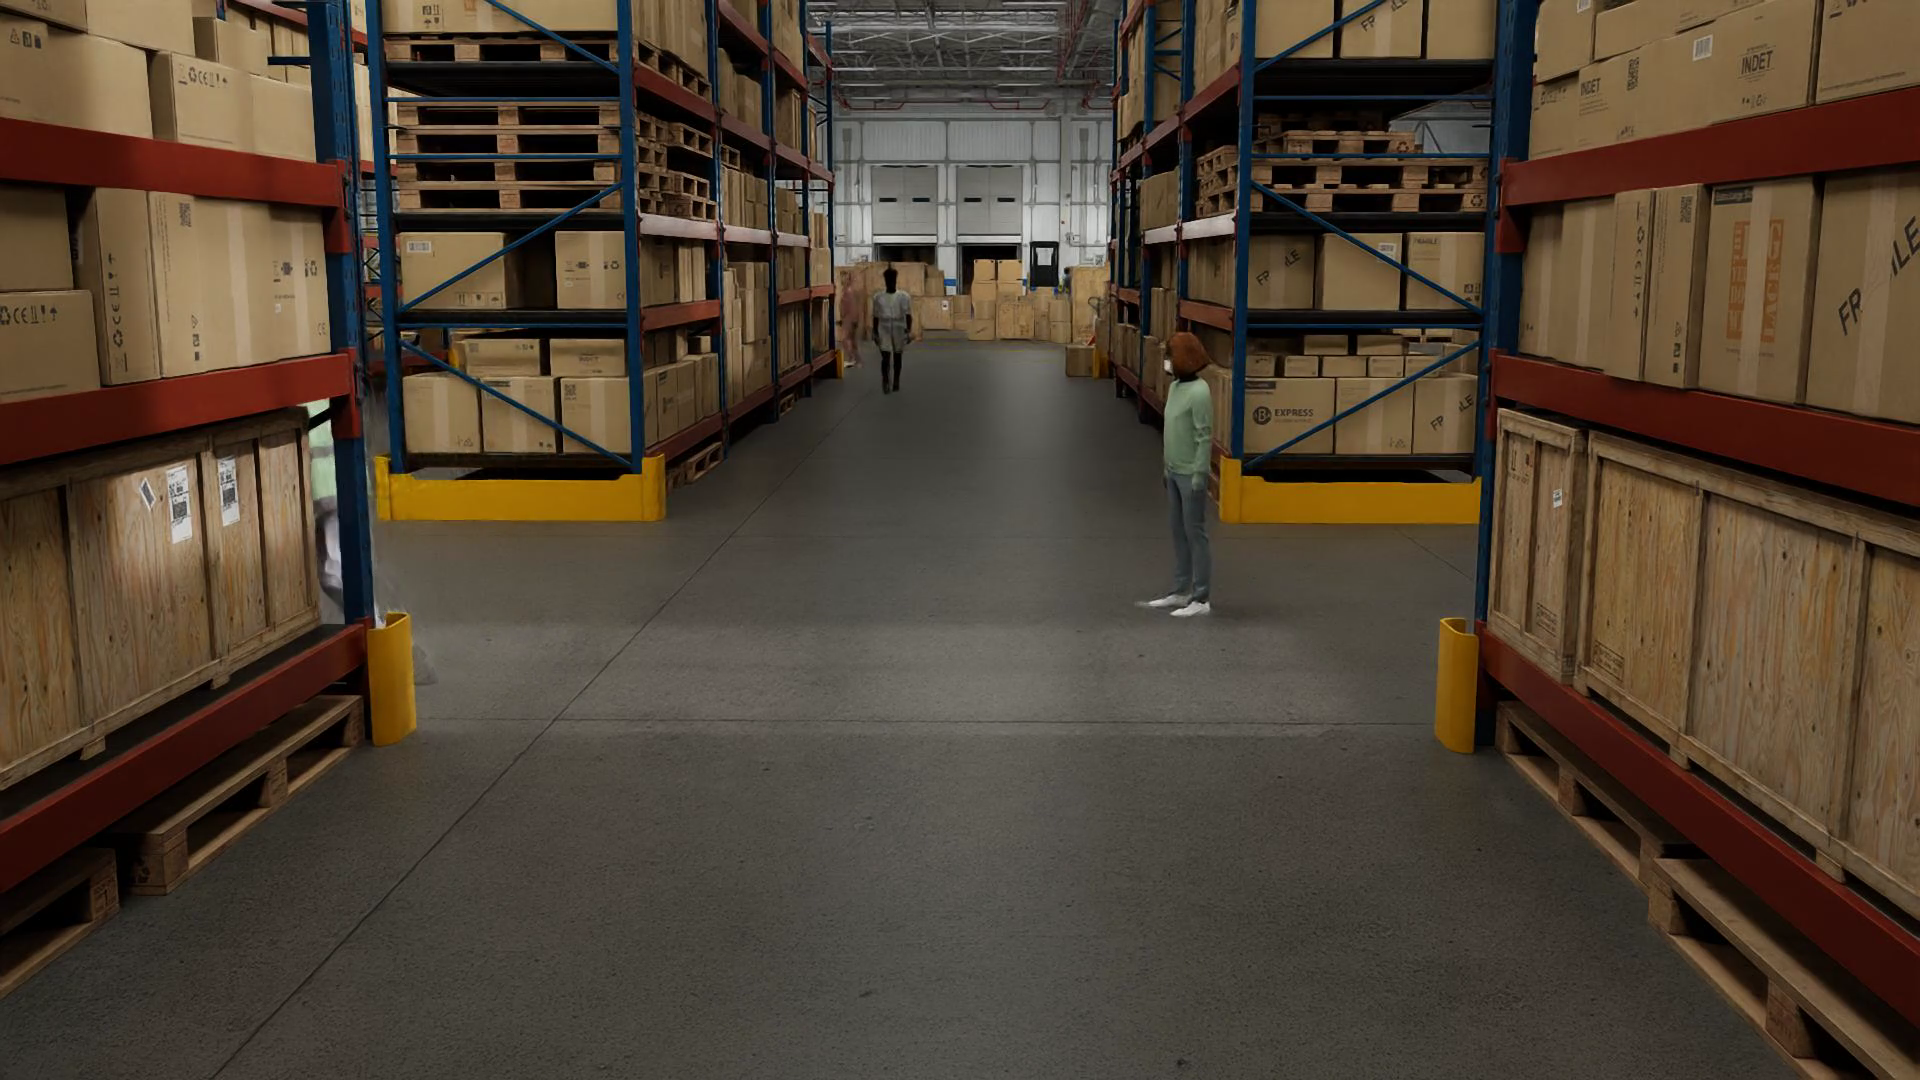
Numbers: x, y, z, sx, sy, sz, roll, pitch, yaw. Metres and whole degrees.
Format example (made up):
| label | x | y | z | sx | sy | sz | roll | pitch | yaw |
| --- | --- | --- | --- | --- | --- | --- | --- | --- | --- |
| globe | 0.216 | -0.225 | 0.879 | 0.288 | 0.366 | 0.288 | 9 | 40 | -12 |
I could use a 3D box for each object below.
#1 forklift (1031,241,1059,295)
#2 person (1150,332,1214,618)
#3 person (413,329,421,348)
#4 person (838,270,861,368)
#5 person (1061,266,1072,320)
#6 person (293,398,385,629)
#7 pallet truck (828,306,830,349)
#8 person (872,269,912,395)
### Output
| label | x | y | z | sx | sy | sz | roll | pitch | yaw |
| --- | --- | --- | --- | --- | --- | --- | --- | --- | --- |
| forklift | 3.208 | -9.956 | 63.196 | 1.129 | 2.768 | 1.873 | 0 | 9 | 1 |
| person | 1.286 | -0.373 | 9.528 | 0.267 | 1.631 | 0.507 | -2 | 10 | -14 |
| person | -10.964 | -4.492 | 34.133 | 0.848 | 1.650 | 0.528 | 5 | 11 | 29 |
| person | -2.177 | -4.228 | 31.876 | 0.633 | 1.884 | 0.673 | -1 | 10 | -7 |
| person | 3.748 | -8.329 | 56.390 | 0.683 | 1.898 | 0.461 | -6 | 11 | -32 |
| person | -3.060 | -0.179 | 7.847 | 0.621 | 1.835 | 0.591 | 4 | 10 | 21 |
| pallet truck | -3.100 | -3.940 | 29.800 | 1.885 | 1.965 | 0.823 | 3 | 10 | 19 |
| person | -1.047 | -3.224 | 25.763 | 0.611 | 1.926 | 0.983 | 0 | 9 | -3 |
